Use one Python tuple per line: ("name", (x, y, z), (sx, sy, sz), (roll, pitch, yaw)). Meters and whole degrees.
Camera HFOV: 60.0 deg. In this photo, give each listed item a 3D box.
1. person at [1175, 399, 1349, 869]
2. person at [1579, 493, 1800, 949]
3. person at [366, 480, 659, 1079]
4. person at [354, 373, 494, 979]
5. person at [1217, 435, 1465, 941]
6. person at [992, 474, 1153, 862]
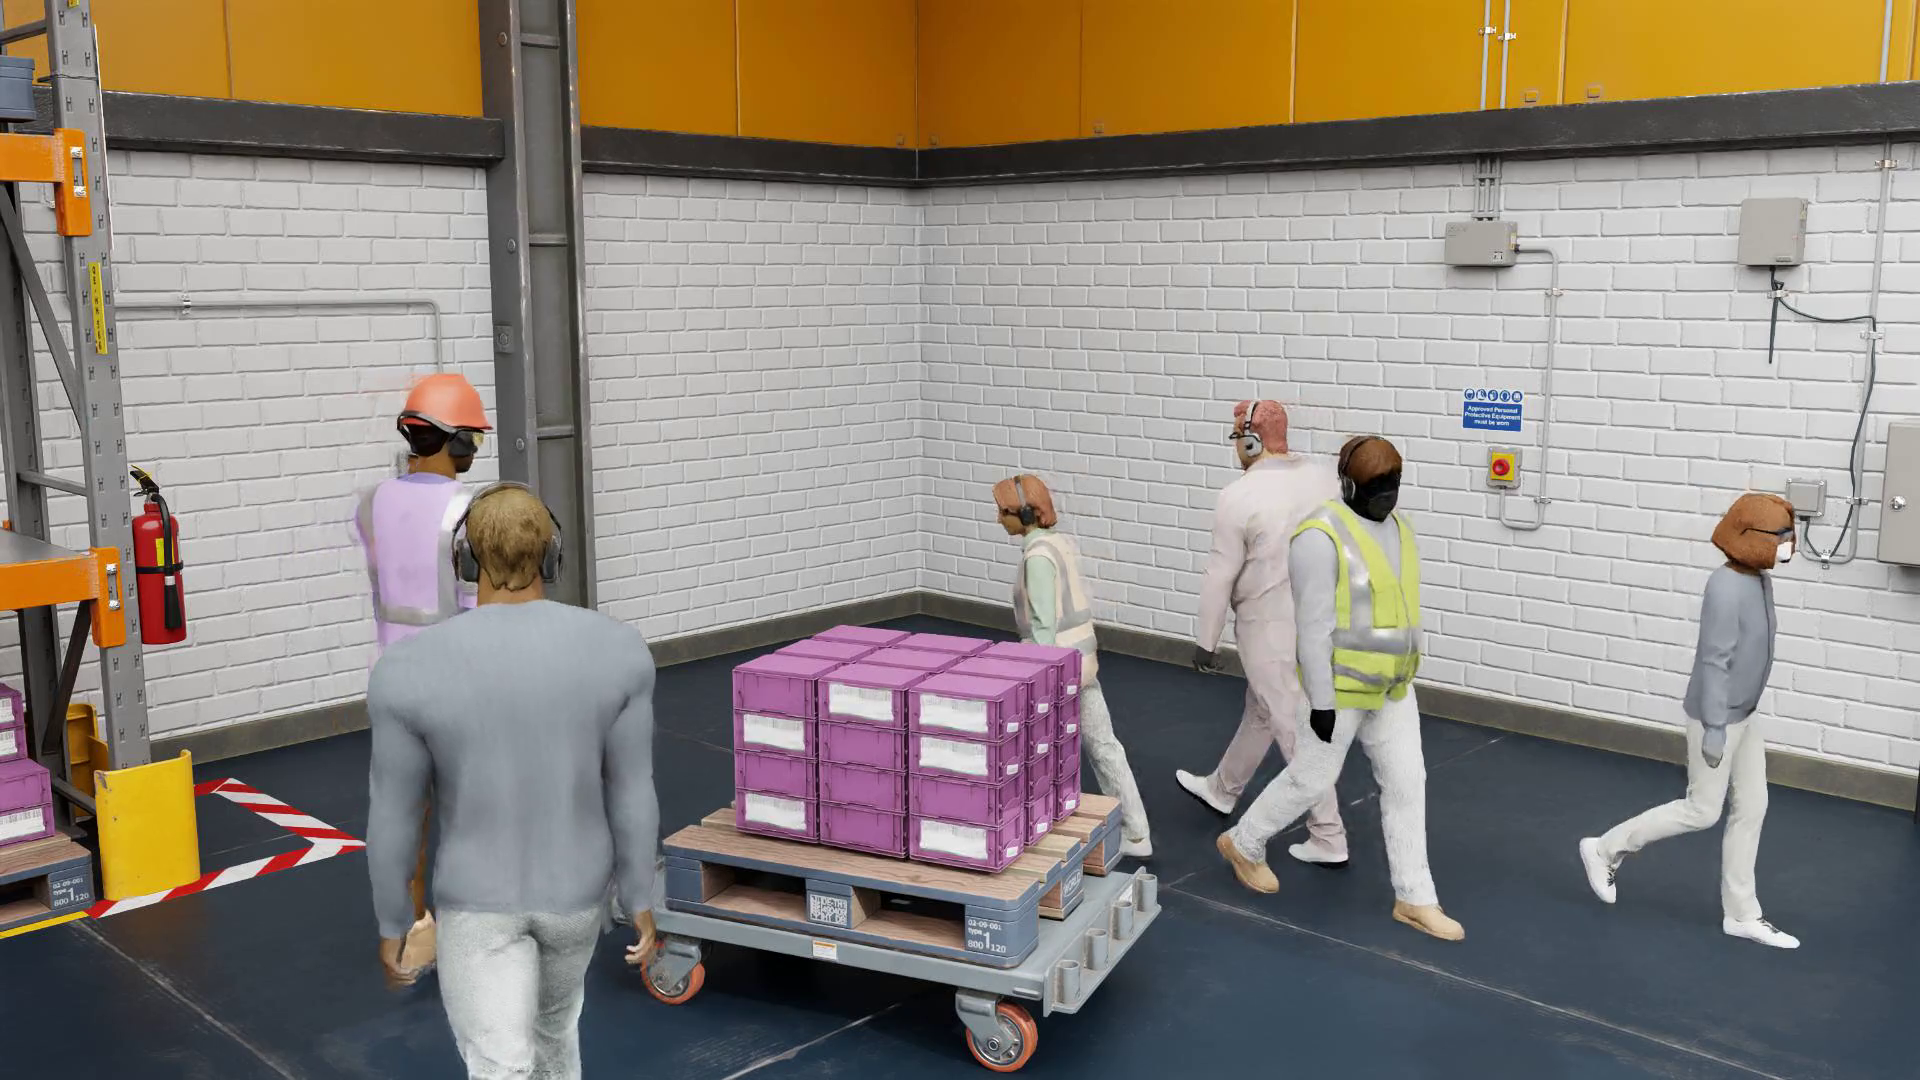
("person", (1.245, 0.353, 6.769), (0.653, 1.843, 1.032), (-7, 12, -38))
("person", (2.627, 0.614, 5.886), (0.671, 1.607, 0.508), (8, 12, 41))
("person", (-0.978, 0.816, 3.745), (0.640, 1.908, 0.959), (-5, 10, -26))
("person", (-1.720, 0.453, 5.614), (0.617, 2.020, 0.614), (4, 10, 21))
("person", (1.364, 0.500, 6.018), (0.634, 1.805, 0.888), (-8, 12, -39))
("person", (0.320, 0.526, 6.528), (0.946, 1.559, 0.525), (2, 9, 12))
